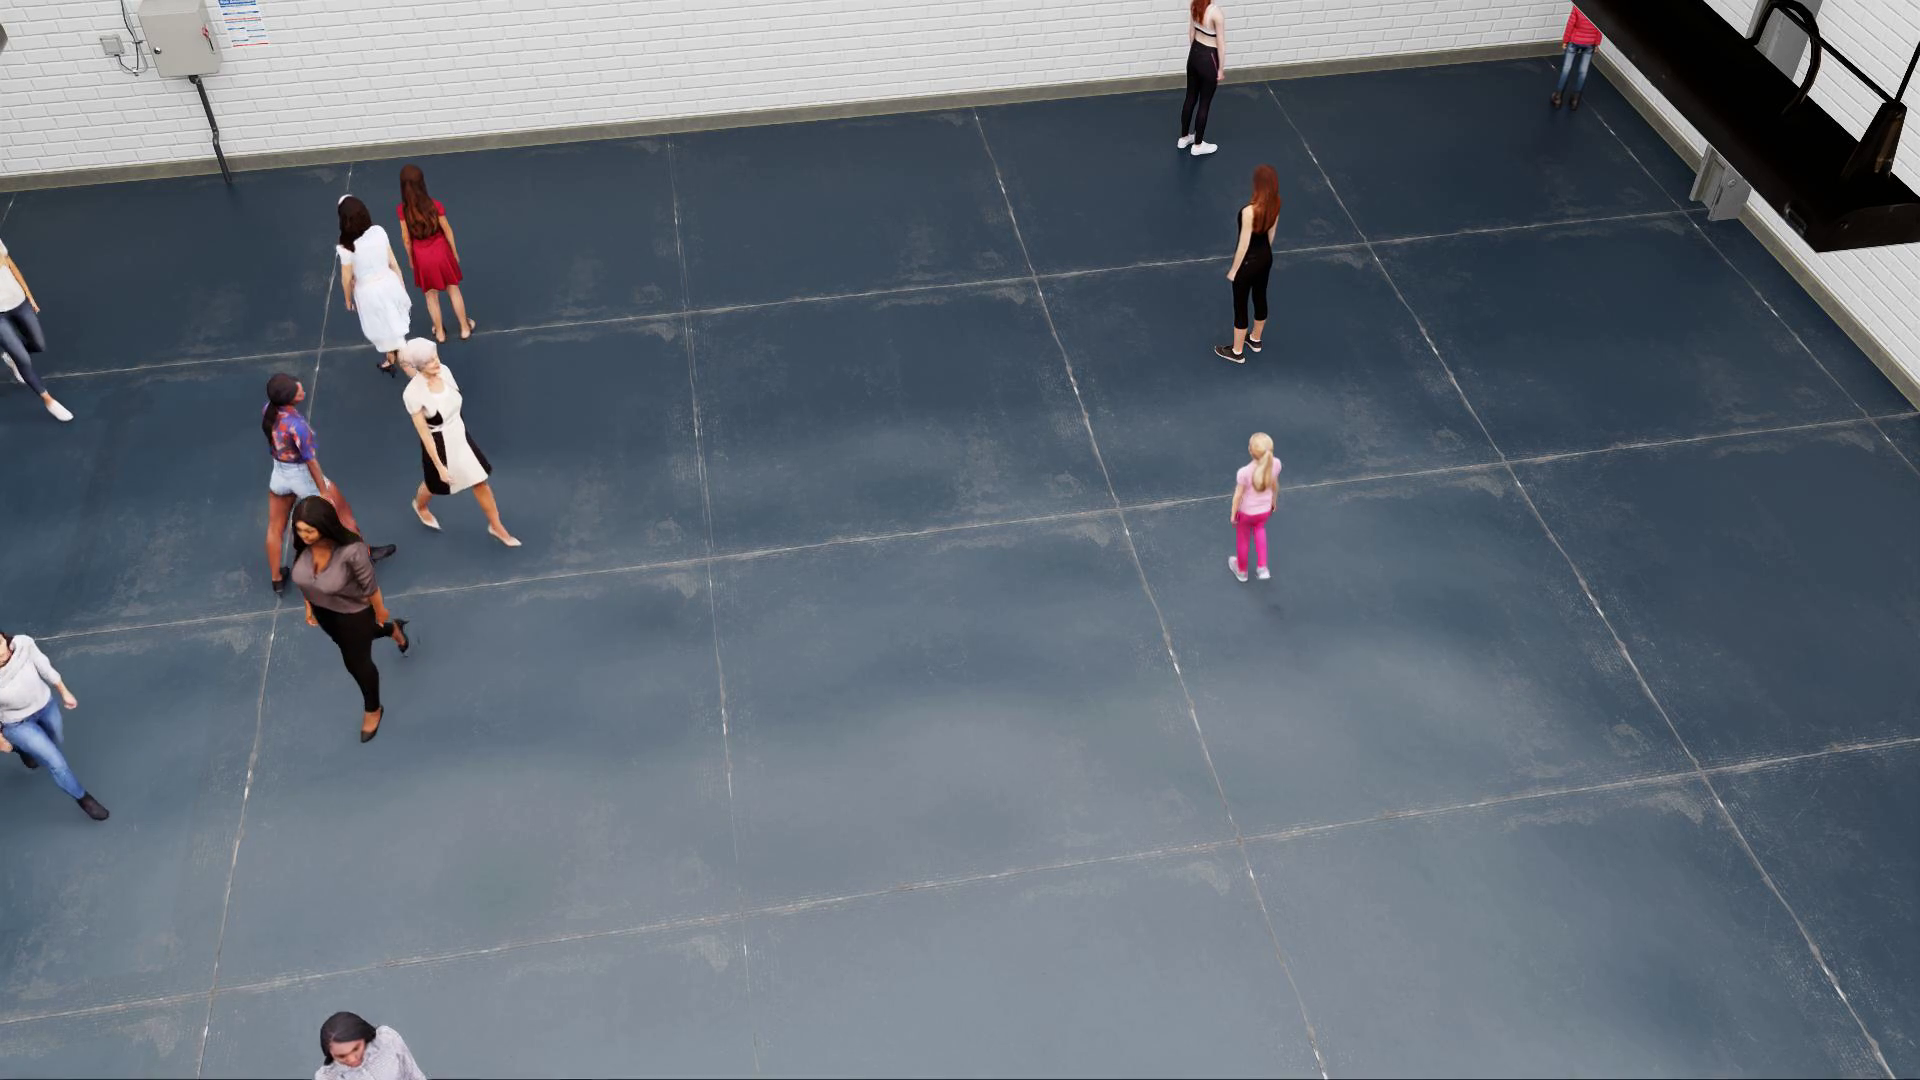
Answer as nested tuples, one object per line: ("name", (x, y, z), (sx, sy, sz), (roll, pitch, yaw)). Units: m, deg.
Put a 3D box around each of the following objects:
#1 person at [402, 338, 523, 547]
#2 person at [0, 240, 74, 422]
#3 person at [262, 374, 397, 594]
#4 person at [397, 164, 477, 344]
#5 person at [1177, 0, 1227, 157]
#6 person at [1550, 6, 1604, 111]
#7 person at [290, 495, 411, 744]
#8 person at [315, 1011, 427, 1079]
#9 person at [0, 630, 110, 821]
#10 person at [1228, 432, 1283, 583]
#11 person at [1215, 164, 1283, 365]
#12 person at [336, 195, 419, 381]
("person", (-3.600, -0.640, 11.364), (1.085, 1.715, 1.103), (19, 47, 19))
("person", (-7.192, -1.720, 12.443), (1.041, 1.791, 1.010), (23, 48, 23))
("person", (-4.468, -0.353, 11.079), (1.069, 1.693, 1.126), (22, 48, 21))
("person", (-4.190, -2.264, 13.187), (0.559, 1.552, 0.616), (-11, 45, -11))
("person", (2.227, -4.373, 15.263), (0.724, 1.742, 0.599), (-26, 49, -25))
("person", (5.992, -4.783, 16.003), (0.572, 1.315, 0.593), (10, 44, 10))
("person", (-3.742, 0.370, 10.233), (0.986, 1.813, 1.175), (15, 46, 15))
("person", (-2.730, 2.681, 7.887), (0.873, 1.702, 1.028), (-30, 51, -27))
("person", (-5.495, 1.007, 9.716), (1.041, 1.603, 1.041), (18, 46, 18))
("person", (2.014, -0.181, 11.212), (0.538, 1.260, 0.644), (-13, 45, -13))
("person", (2.285, -2.159, 12.951), (0.642, 1.725, 0.659), (-31, 51, -28))
("person", (-4.258, -1.712, 12.439), (1.108, 1.784, 1.024), (28, 50, 26))
